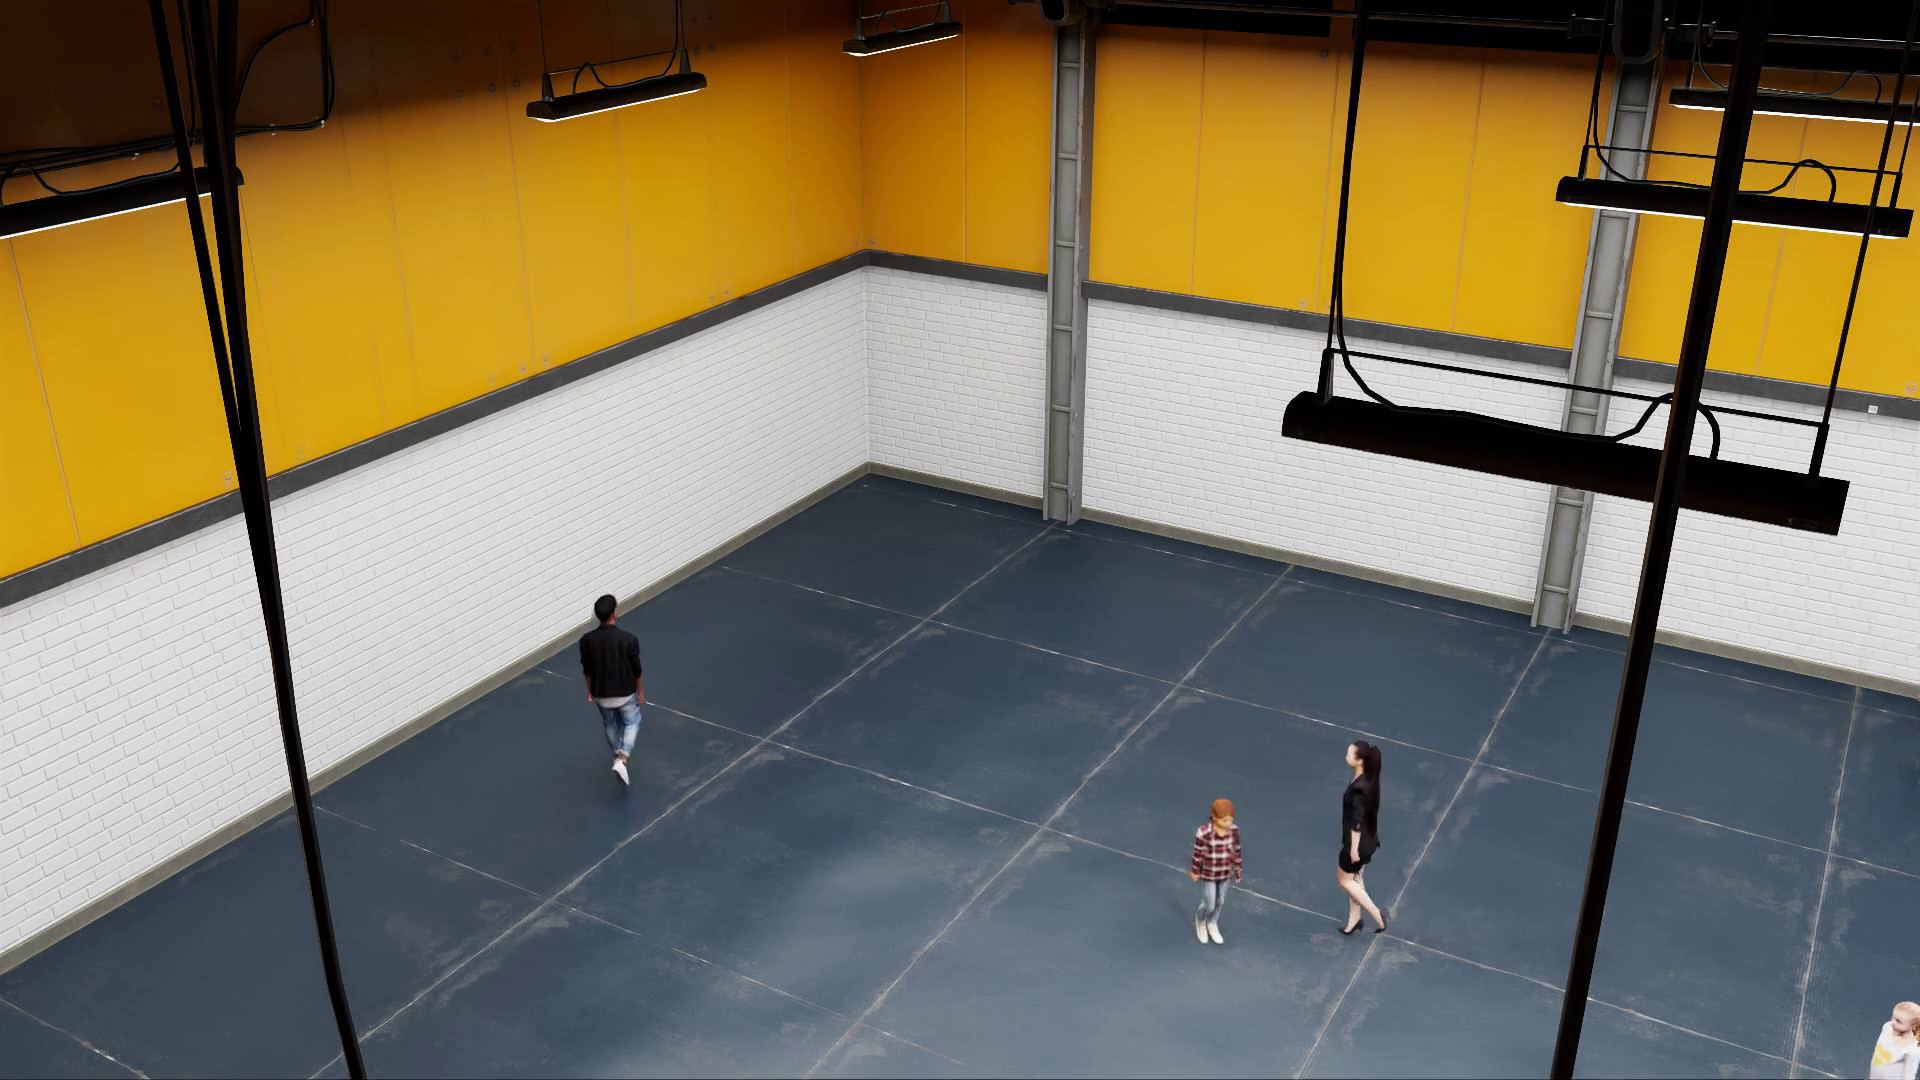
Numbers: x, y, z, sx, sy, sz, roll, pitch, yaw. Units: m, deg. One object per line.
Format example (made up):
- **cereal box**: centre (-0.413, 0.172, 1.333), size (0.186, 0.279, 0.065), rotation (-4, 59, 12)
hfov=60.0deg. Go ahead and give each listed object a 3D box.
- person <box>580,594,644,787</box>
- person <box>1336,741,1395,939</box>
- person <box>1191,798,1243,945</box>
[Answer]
- **person**: centre (-3.123, 1.369, 14.949), size (1.060, 1.794, 1.026), rotation (1, 24, 3)
- **person**: centre (3.172, 2.355, 12.842), size (0.757, 1.675, 0.661), rotation (9, 25, 19)
- **person**: centre (1.961, 2.526, 12.925), size (0.610, 1.295, 0.661), rotation (-8, 25, -17)
